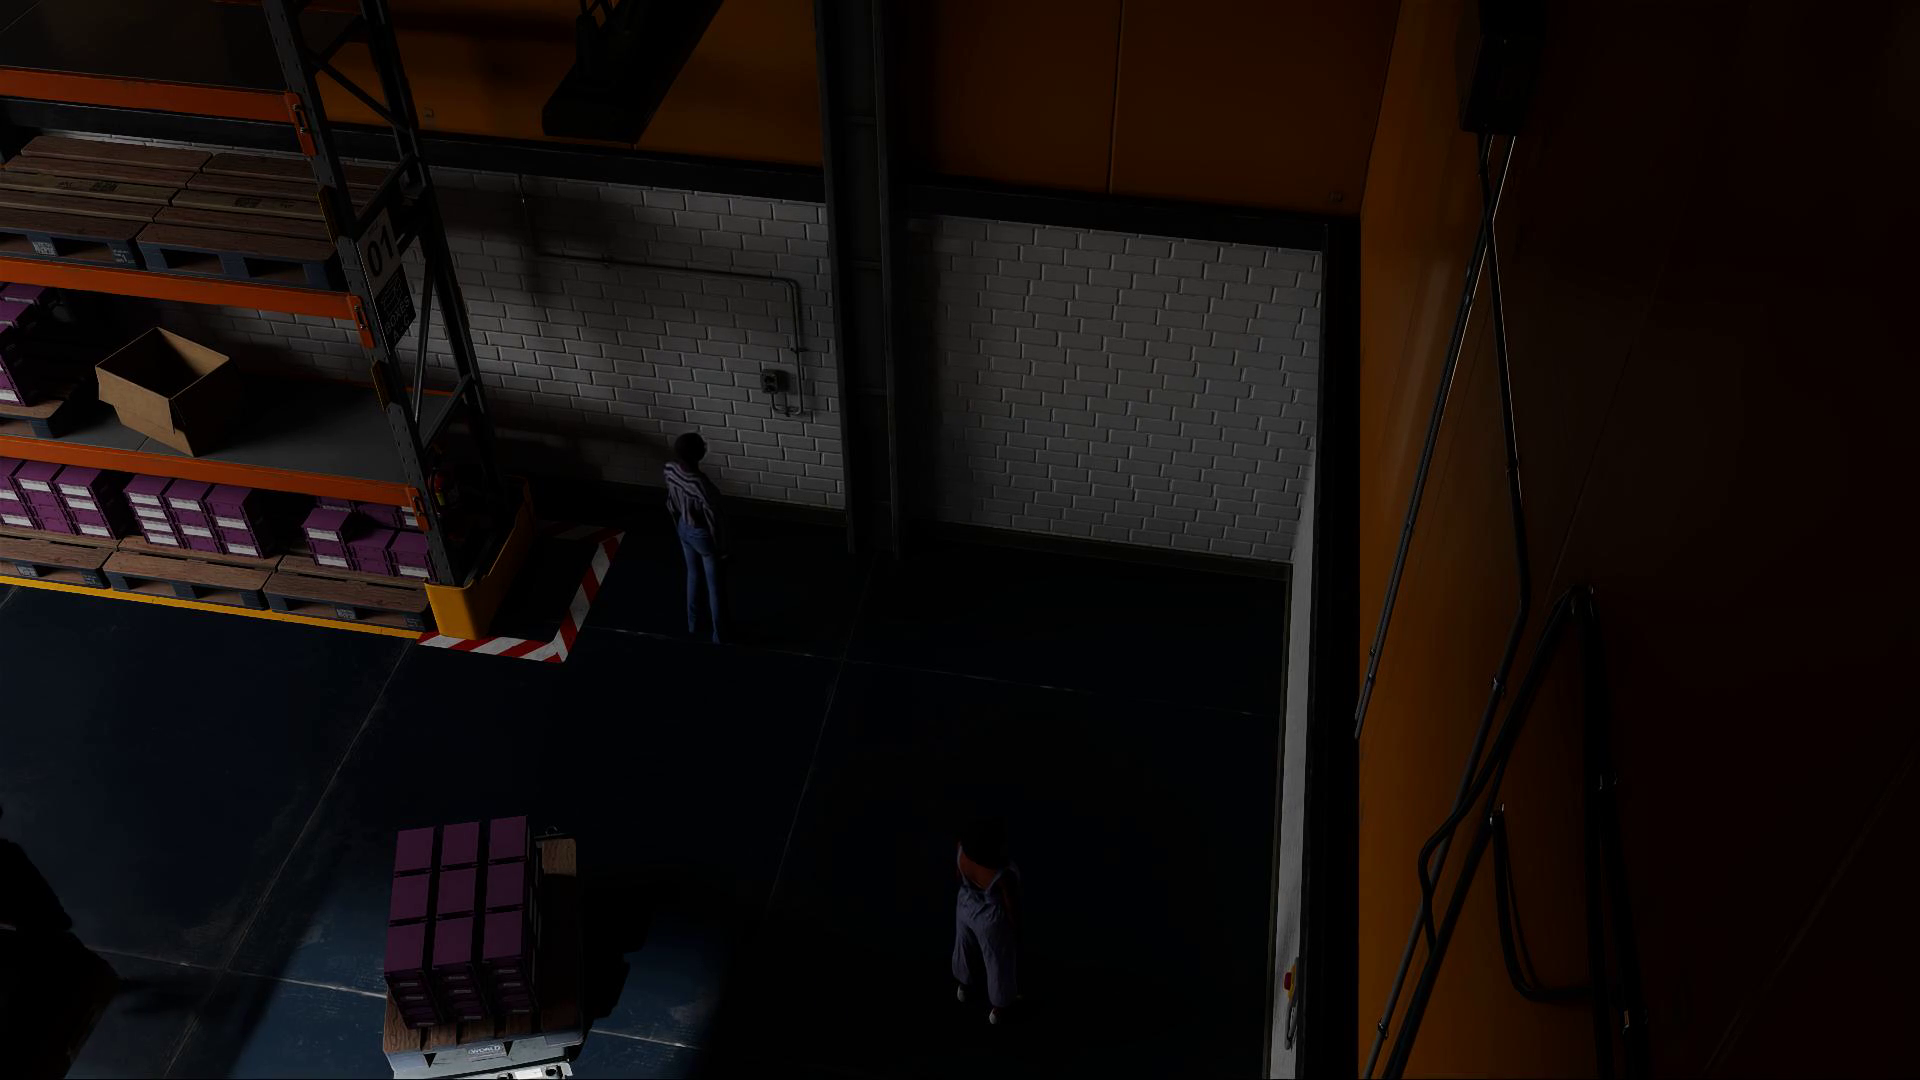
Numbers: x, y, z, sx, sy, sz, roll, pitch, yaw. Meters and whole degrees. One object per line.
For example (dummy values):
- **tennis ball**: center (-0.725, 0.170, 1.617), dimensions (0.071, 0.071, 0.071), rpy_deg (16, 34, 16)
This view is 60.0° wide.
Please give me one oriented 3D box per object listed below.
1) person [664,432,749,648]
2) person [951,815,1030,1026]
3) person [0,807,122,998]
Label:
- **person**: center (-1.699, 0.008, 10.972), dimensions (0.643, 1.796, 0.763), rpy_deg (30, 51, 28)
- **person**: center (0.145, 2.021, 8.930), dimensions (0.619, 1.696, 0.715), rpy_deg (31, 52, 29)
- **person**: center (-4.996, 2.013, 9.000), dimensions (0.648, 1.611, 0.786), rpy_deg (14, 45, 14)
